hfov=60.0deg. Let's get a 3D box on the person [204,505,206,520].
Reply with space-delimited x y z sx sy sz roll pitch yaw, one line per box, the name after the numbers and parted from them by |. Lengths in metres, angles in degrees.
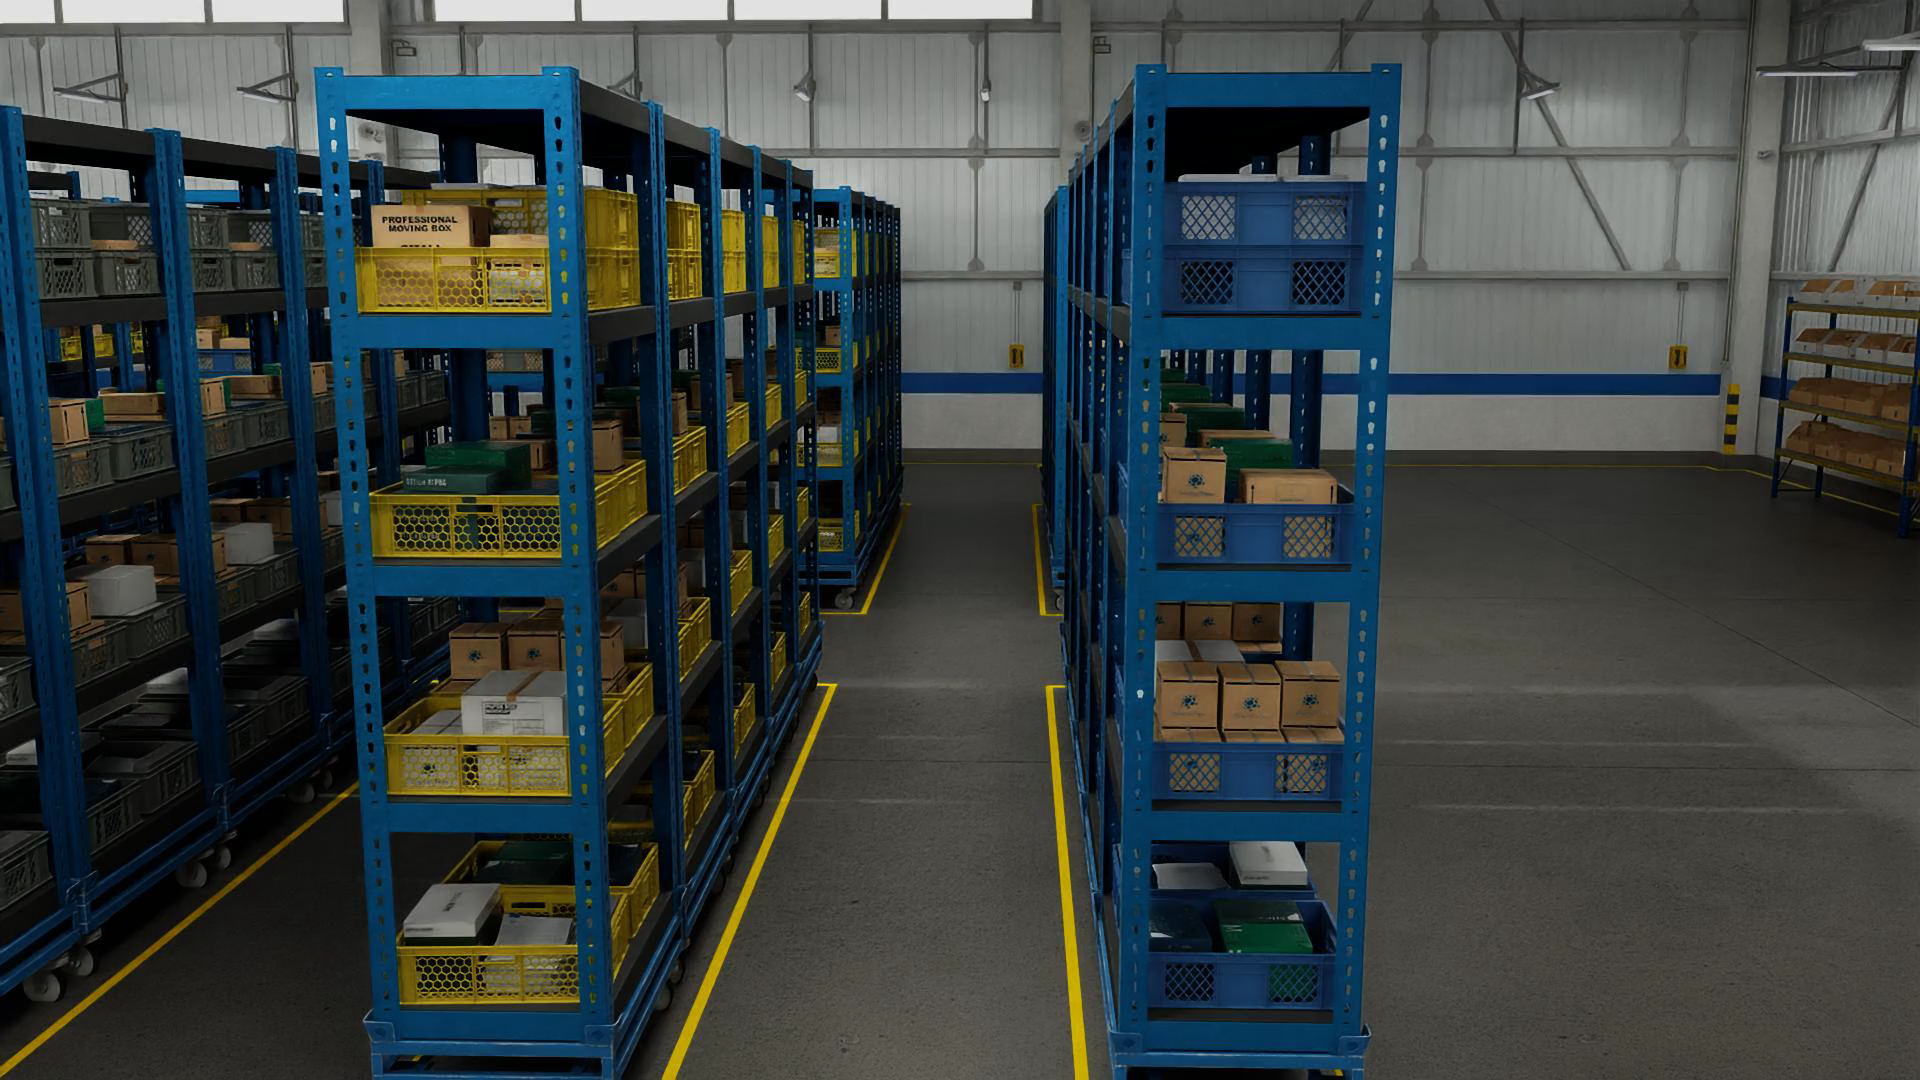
-7.703 -0.749 16.508 0.465 1.966 0.643 -2 10 -10 | person
